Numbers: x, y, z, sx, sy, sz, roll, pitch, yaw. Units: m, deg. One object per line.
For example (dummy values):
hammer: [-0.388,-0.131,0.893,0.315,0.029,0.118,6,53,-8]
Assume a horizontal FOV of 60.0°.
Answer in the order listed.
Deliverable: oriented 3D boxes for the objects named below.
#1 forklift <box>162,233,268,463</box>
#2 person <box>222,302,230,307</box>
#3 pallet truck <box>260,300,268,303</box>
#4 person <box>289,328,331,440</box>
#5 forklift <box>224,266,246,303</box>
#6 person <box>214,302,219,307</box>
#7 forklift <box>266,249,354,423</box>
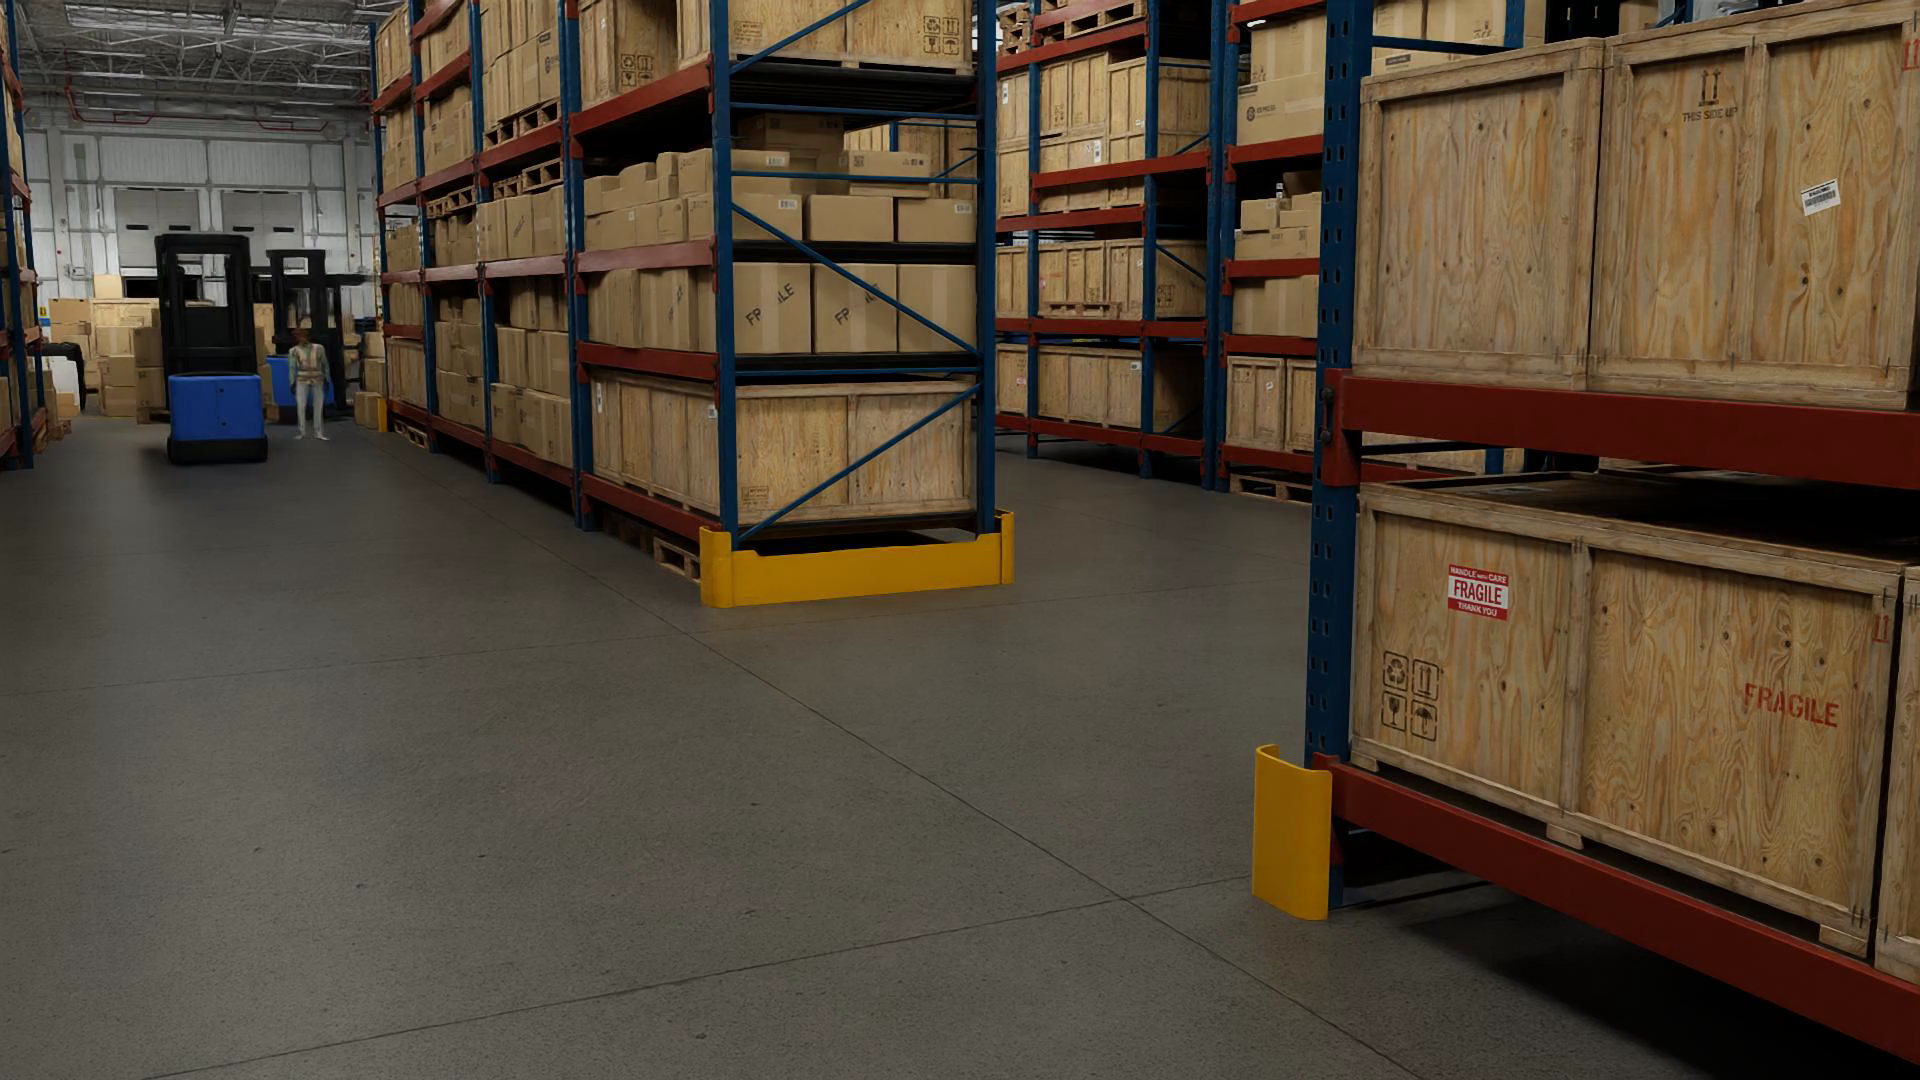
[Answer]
forklift: [-9.380,-2.425,20.812,1.129,2.768,1.873,-4,9,-26]
person: [-20.542,-5.725,46.807,0.629,1.937,0.376,6,10,36]
pallet truck: [-23.913,-7.404,58.171,1.885,1.965,0.823,-1,8,-9]
person: [-9.279,-2.217,23.742,0.569,1.622,0.349,-3,9,-21]
forklift: [-17.757,-5.360,41.049,1.873,2.768,1.129,-2,8,-11]
person: [-21.422,-5.908,48.138,0.535,1.922,0.558,0,8,3]
forklift: [-10.795,-3.352,27.200,1.129,2.768,1.873,3,9,19]
